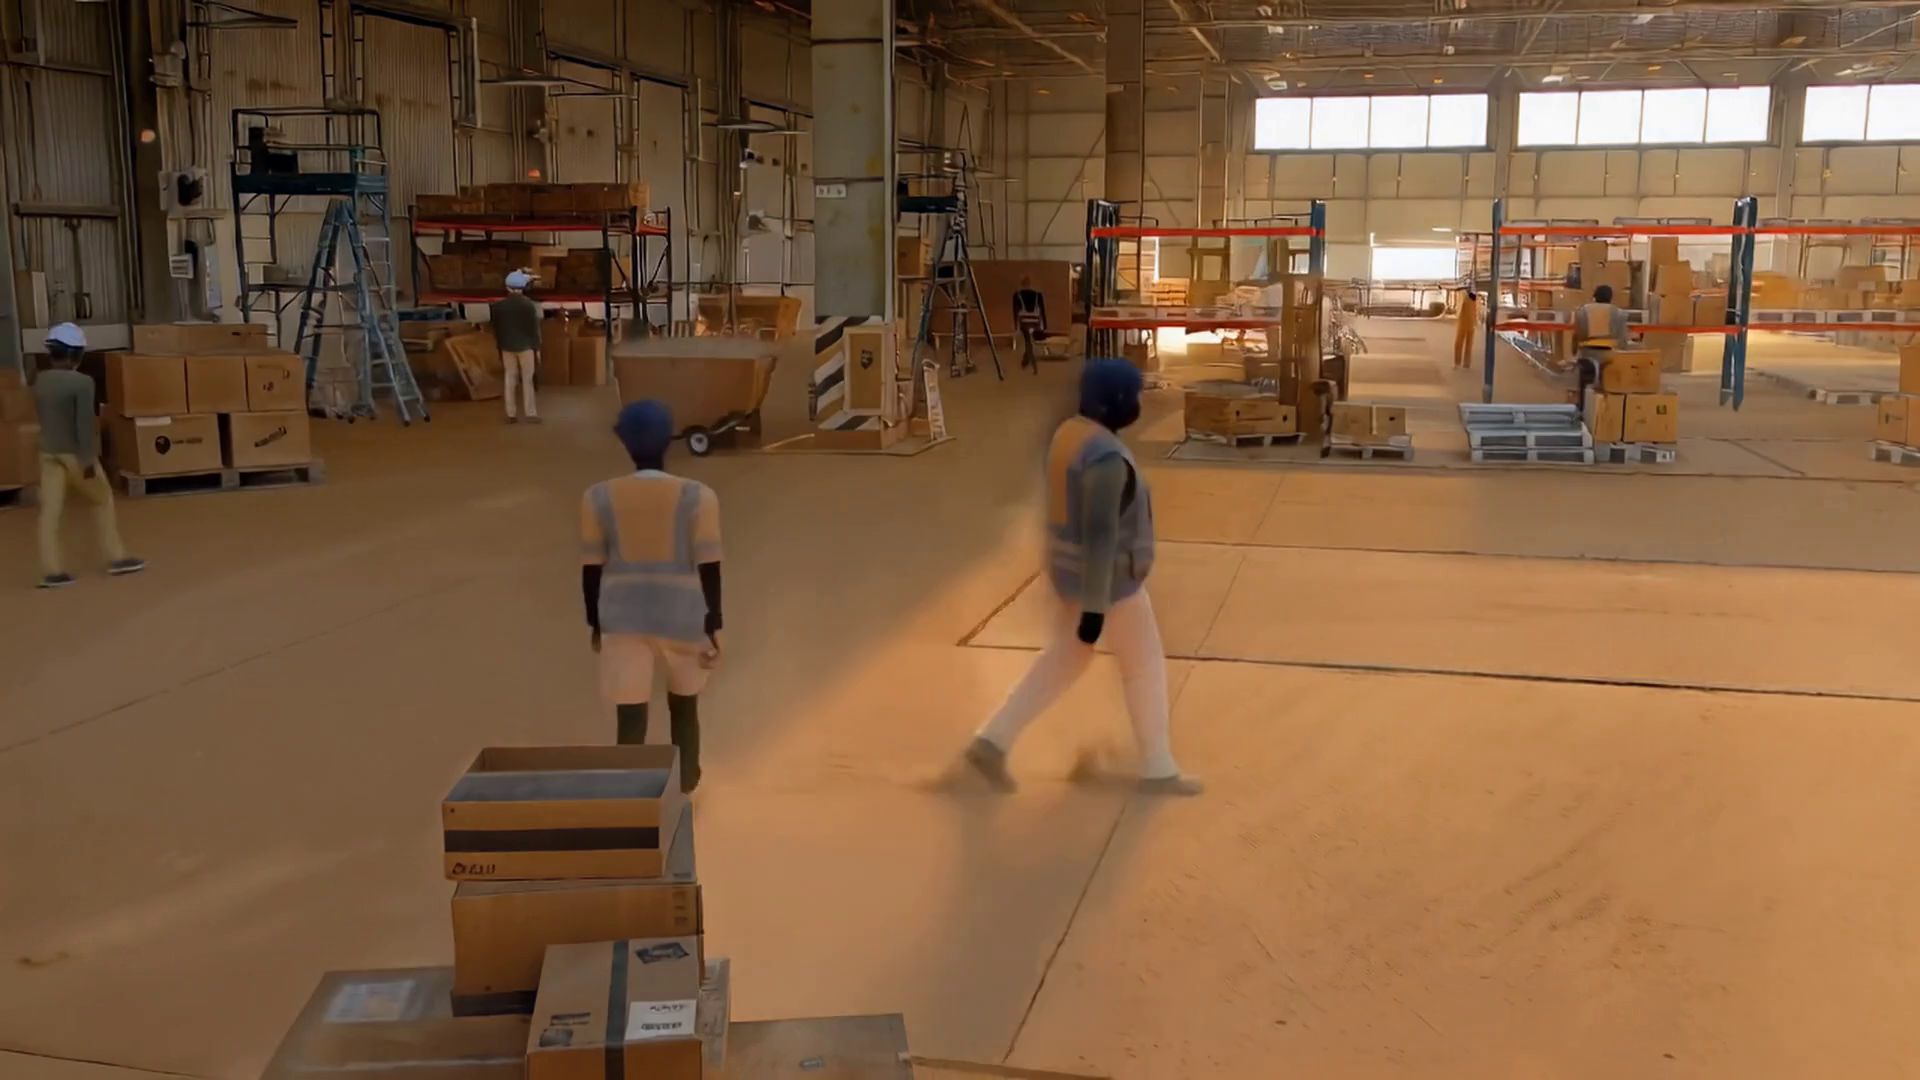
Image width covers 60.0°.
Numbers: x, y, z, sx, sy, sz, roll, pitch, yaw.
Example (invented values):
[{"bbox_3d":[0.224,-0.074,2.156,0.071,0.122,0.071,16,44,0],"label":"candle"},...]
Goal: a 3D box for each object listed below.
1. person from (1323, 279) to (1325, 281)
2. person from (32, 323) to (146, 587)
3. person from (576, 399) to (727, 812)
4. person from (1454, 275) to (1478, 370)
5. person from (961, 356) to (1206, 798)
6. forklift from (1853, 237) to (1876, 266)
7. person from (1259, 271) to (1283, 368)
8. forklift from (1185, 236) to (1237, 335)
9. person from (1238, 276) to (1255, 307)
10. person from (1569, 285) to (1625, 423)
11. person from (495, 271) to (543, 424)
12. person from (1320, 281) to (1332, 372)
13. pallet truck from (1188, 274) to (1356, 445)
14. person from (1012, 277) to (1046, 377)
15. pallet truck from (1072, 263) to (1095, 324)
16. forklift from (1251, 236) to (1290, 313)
[{"bbox_3d":[10.325,-7.030,48.573,0.628,1.936,0.375,0,10,1],"label":"person"},{"bbox_3d":[-5.928,-0.586,11.210,0.535,1.732,0.817,2,10,14],"label":"person"},{"bbox_3d":[-1.130,0.314,6.138,0.560,1.642,0.896,-1,10,-4],"label":"person"},{"bbox_3d":[9.877,-4.240,32.413,0.515,1.844,0.333,-4,11,-24],"label":"person"},{"bbox_3d":[0.488,0.164,6.633,0.932,1.802,0.622,-2,10,-14],"label":"person"},{"bbox_3d":[28.334,-8.132,52.282,1.873,2.768,1.129,2,10,14],"label":"forklift"},{"bbox_3d":[6.236,-4.364,33.019,0.665,1.901,0.568,-4,10,-23],"label":"person"},{"bbox_3d":[7.076,-7.145,46.470,1.129,2.768,1.873,4,10,21],"label":"forklift"},{"bbox_3d":[8.741,-7.255,50.818,0.534,1.611,0.570,0,10,2],"label":"person"},{"bbox_3d":[8.170,-2.343,21.357,0.672,1.832,0.605,6,11,30],"label":"person"},{"bbox_3d":[-5.784,-2.515,21.816,0.613,1.994,0.382,2,10,12],"label":"person"},{"bbox_3d":[6.885,-4.061,31.688,0.485,1.737,0.328,-4,10,-22],"label":"person"},{"bbox_3d":[3.653,-2.138,19.590,1.885,1.965,0.823,-4,10,-20],"label":"pallet truck"},{"bbox_3d":[1.251,-3.920,30.597,0.607,1.831,1.029,-5,11,-28],"label":"person"},{"bbox_3d":[4.325,-8.180,55.162,0.823,1.965,1.885,6,11,31],"label":"pallet truck"},{"bbox_3d":[9.734,-7.924,51.058,1.873,2.768,1.129,-2,10,-14],"label":"forklift"}]
